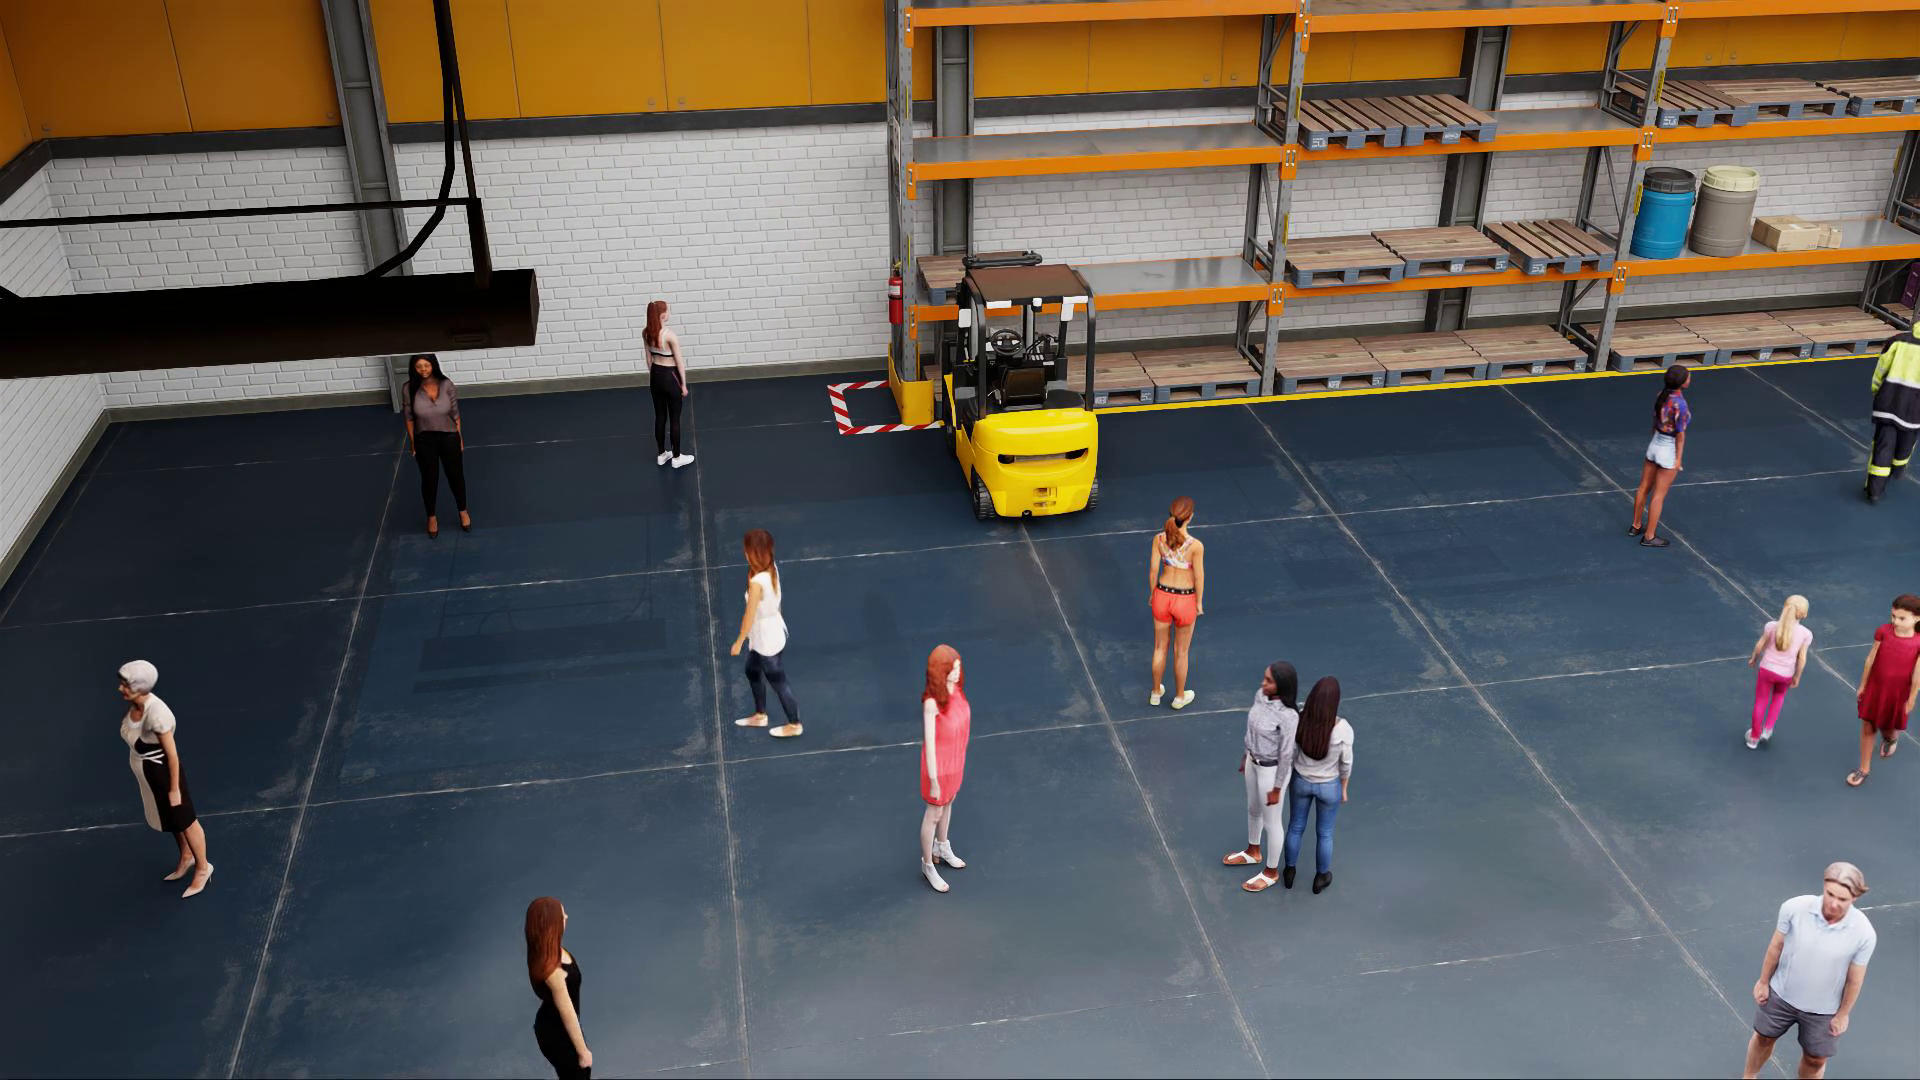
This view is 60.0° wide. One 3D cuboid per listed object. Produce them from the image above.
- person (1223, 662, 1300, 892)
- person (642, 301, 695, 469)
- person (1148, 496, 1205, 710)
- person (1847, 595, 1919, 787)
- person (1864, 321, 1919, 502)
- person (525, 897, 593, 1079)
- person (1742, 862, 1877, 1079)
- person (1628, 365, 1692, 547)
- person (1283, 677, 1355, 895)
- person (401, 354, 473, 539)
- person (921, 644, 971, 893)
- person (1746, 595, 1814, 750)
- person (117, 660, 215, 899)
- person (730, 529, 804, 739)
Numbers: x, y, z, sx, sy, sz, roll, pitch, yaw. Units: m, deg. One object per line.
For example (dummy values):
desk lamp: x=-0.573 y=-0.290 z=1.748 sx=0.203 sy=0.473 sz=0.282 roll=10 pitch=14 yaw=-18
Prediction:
person: x=2.024 y=1.525 z=10.942 sx=0.560 sy=1.724 sz=0.620 roll=-9 pitch=30 yaw=-15
person: x=-2.940 y=-1.561 z=16.579 sx=0.646 sy=1.742 sz=0.726 roll=15 pitch=32 yaw=25
person: x=1.645 y=0.485 z=12.779 sx=0.641 sy=1.789 sz=0.731 roll=12 pitch=31 yaw=22
person: x=6.727 y=1.046 z=12.015 sx=0.802 sy=1.536 sz=0.910 roll=22 pitch=36 yaw=35
person: x=9.002 y=-1.292 z=15.886 sx=1.268 sy=1.934 sz=1.294 roll=15 pitch=32 yaw=26
person: x=-2.217 y=2.660 z=8.879 sx=0.986 sy=1.706 sz=0.690 roll=-10 pitch=30 yaw=-18
person: x=4.633 y=2.477 z=9.087 sx=0.711 sy=1.828 sz=0.761 roll=20 pitch=35 yaw=32
person: x=6.403 y=-0.785 z=15.159 sx=0.504 sy=1.741 sz=0.582 roll=-5 pitch=29 yaw=-9
person: x=2.328 y=1.605 z=10.890 sx=0.627 sy=1.633 sz=0.738 roll=11 pitch=30 yaw=19
person: x=-4.809 y=-0.903 z=15.269 sx=0.616 sy=1.842 sz=0.762 roll=-12 pitch=31 yaw=-21
person: x=-0.113 y=1.472 z=10.930 sx=0.700 sy=1.826 sz=0.677 roll=13 pitch=31 yaw=22
person: x=6.078 y=1.006 z=12.378 sx=0.620 sy=1.259 sz=0.684 roll=11 pitch=30 yaw=19
person: x=-5.196 y=1.546 z=10.869 sx=0.712 sy=1.756 sz=0.732 roll=25 pitch=37 yaw=38
person: x=-1.327 y=0.741 z=12.338 sx=0.813 sy=1.763 sz=0.665 roll=1 pitch=29 yaw=2
